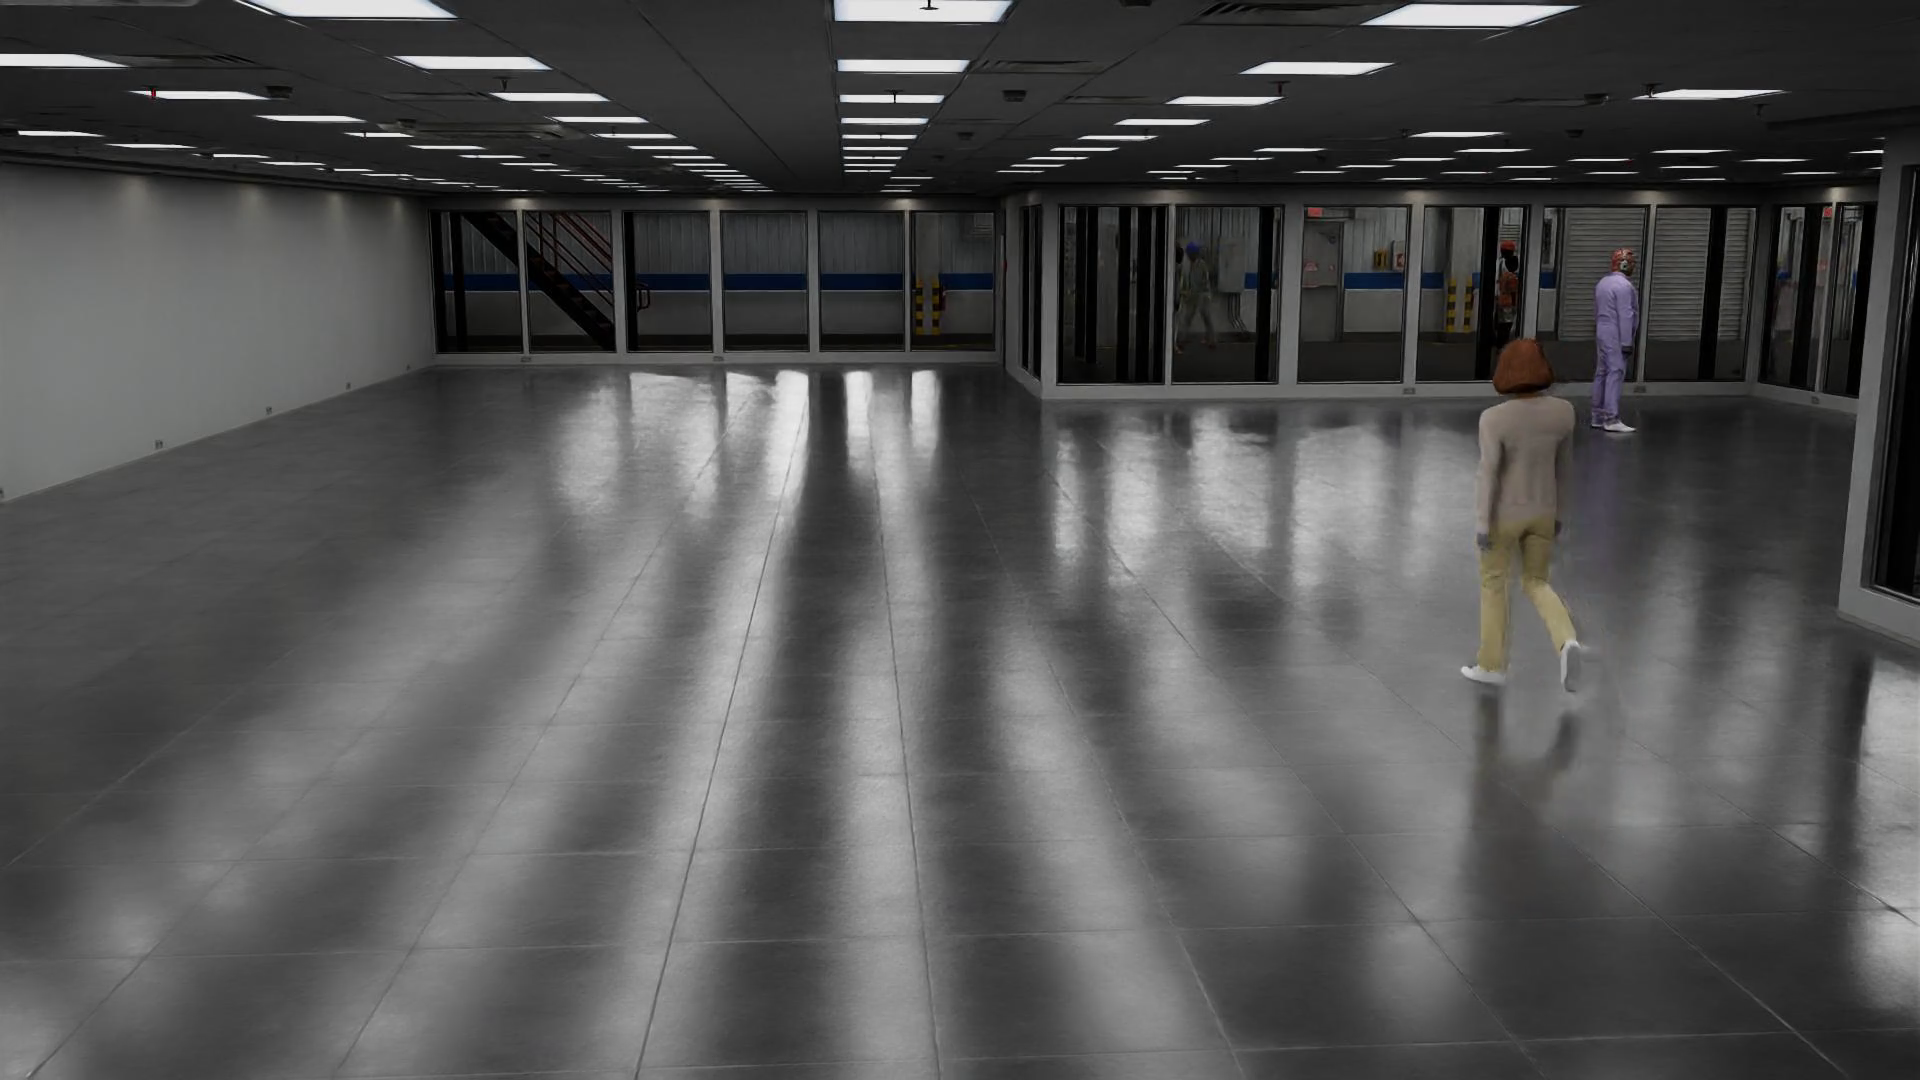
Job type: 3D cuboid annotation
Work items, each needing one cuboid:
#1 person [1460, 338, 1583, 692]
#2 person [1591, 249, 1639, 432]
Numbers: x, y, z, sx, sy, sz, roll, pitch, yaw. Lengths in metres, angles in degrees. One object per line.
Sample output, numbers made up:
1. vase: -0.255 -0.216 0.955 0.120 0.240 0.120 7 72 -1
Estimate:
1. person: 2.553 -0.096 7.480 0.511 1.614 0.607 -3 11 -15
2. person: 6.905 -2.093 17.469 0.406 1.911 0.638 -1 11 -3
